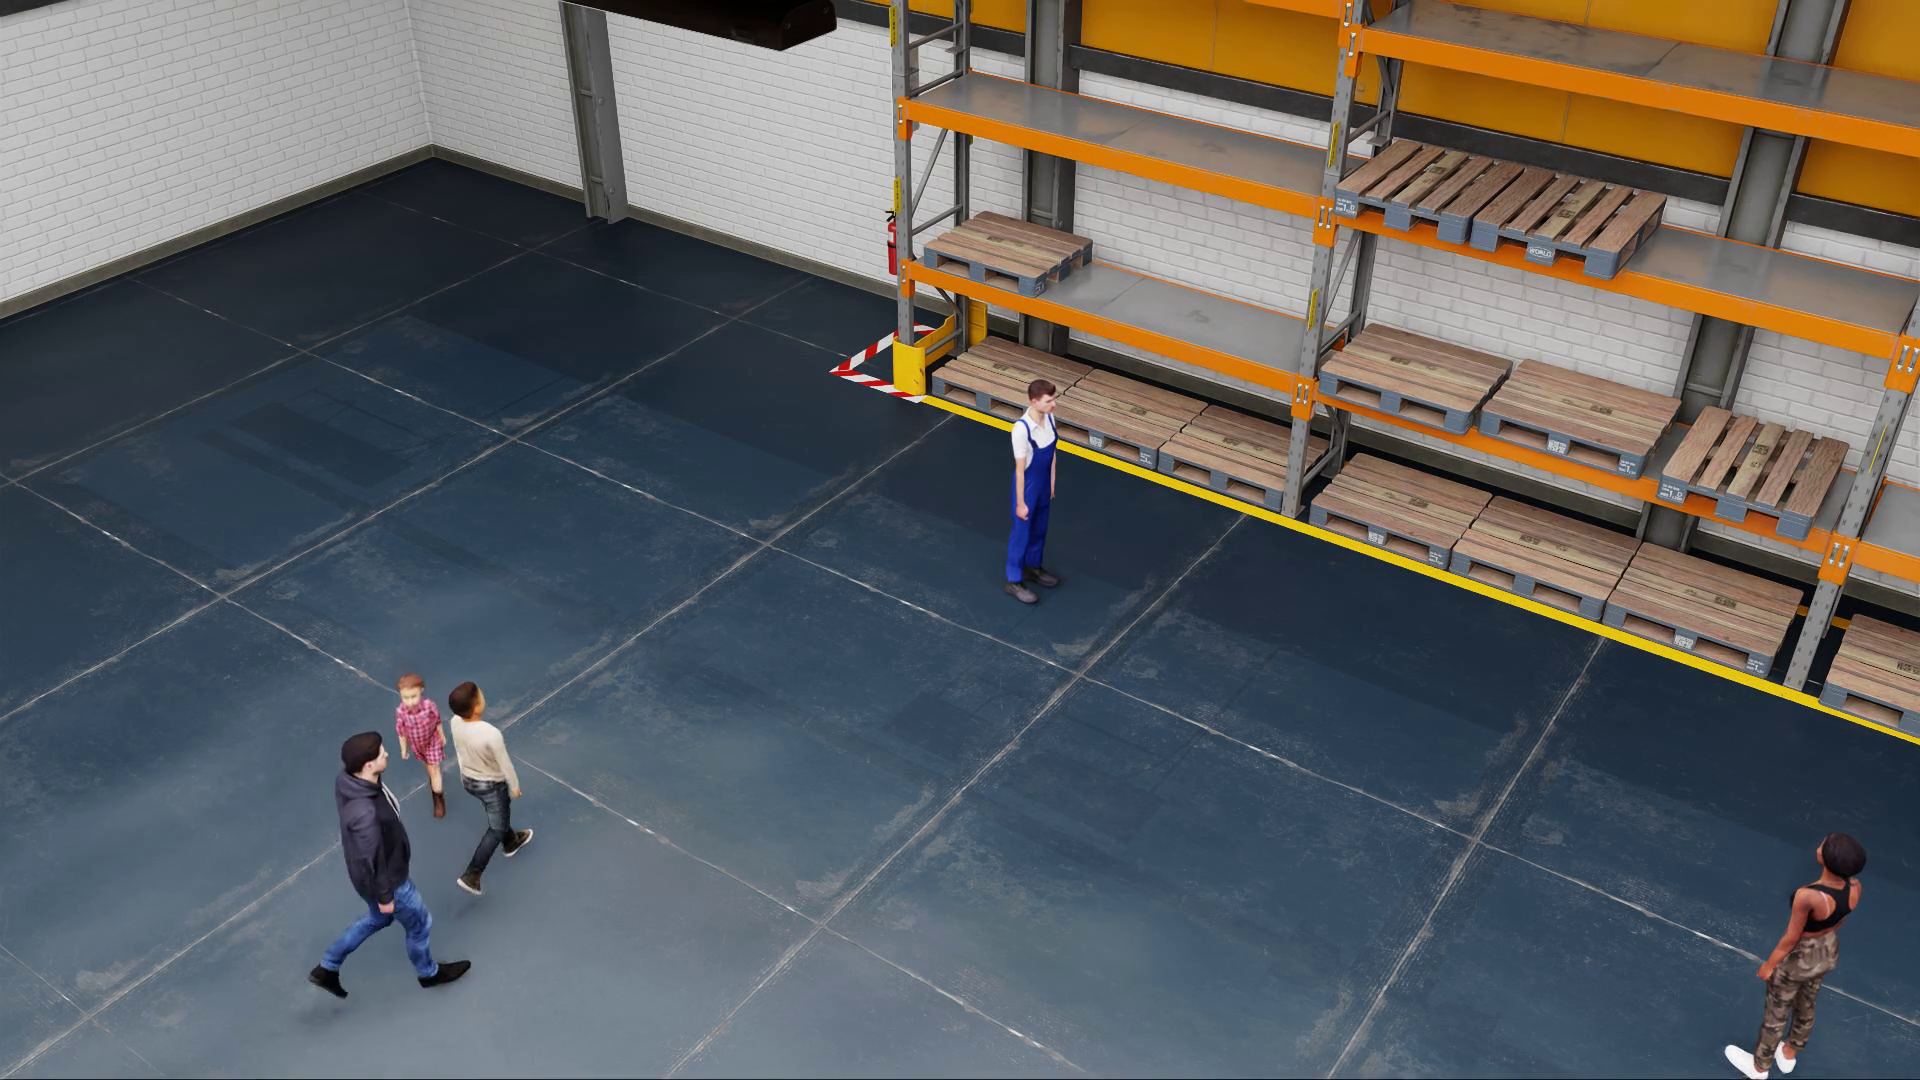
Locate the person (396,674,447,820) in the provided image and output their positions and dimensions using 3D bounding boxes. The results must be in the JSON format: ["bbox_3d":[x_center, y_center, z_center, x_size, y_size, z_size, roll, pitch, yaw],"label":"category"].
[{"bbox_3d":[-3.497,1.261,10.838,0.701,1.013,0.779,-7,34,-10],"label":"person"}]

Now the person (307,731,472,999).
[{"bbox_3d":[-3.289,1.864,9.163,1.049,1.862,1.142,-17,37,-23],"label":"person"}]

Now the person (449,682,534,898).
[{"bbox_3d":[-2.915,1.508,10.078,0.902,1.443,0.686,16,37,23],"label":"person"}]

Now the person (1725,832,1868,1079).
[{"bbox_3d":[4.455,2.210,8.790,0.659,1.699,0.689,-11,35,-16],"label":"person"}]

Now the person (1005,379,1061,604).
[{"bbox_3d":[0.543,-0.409,12.596,0.552,1.849,0.622,24,40,31],"label":"person"}]
